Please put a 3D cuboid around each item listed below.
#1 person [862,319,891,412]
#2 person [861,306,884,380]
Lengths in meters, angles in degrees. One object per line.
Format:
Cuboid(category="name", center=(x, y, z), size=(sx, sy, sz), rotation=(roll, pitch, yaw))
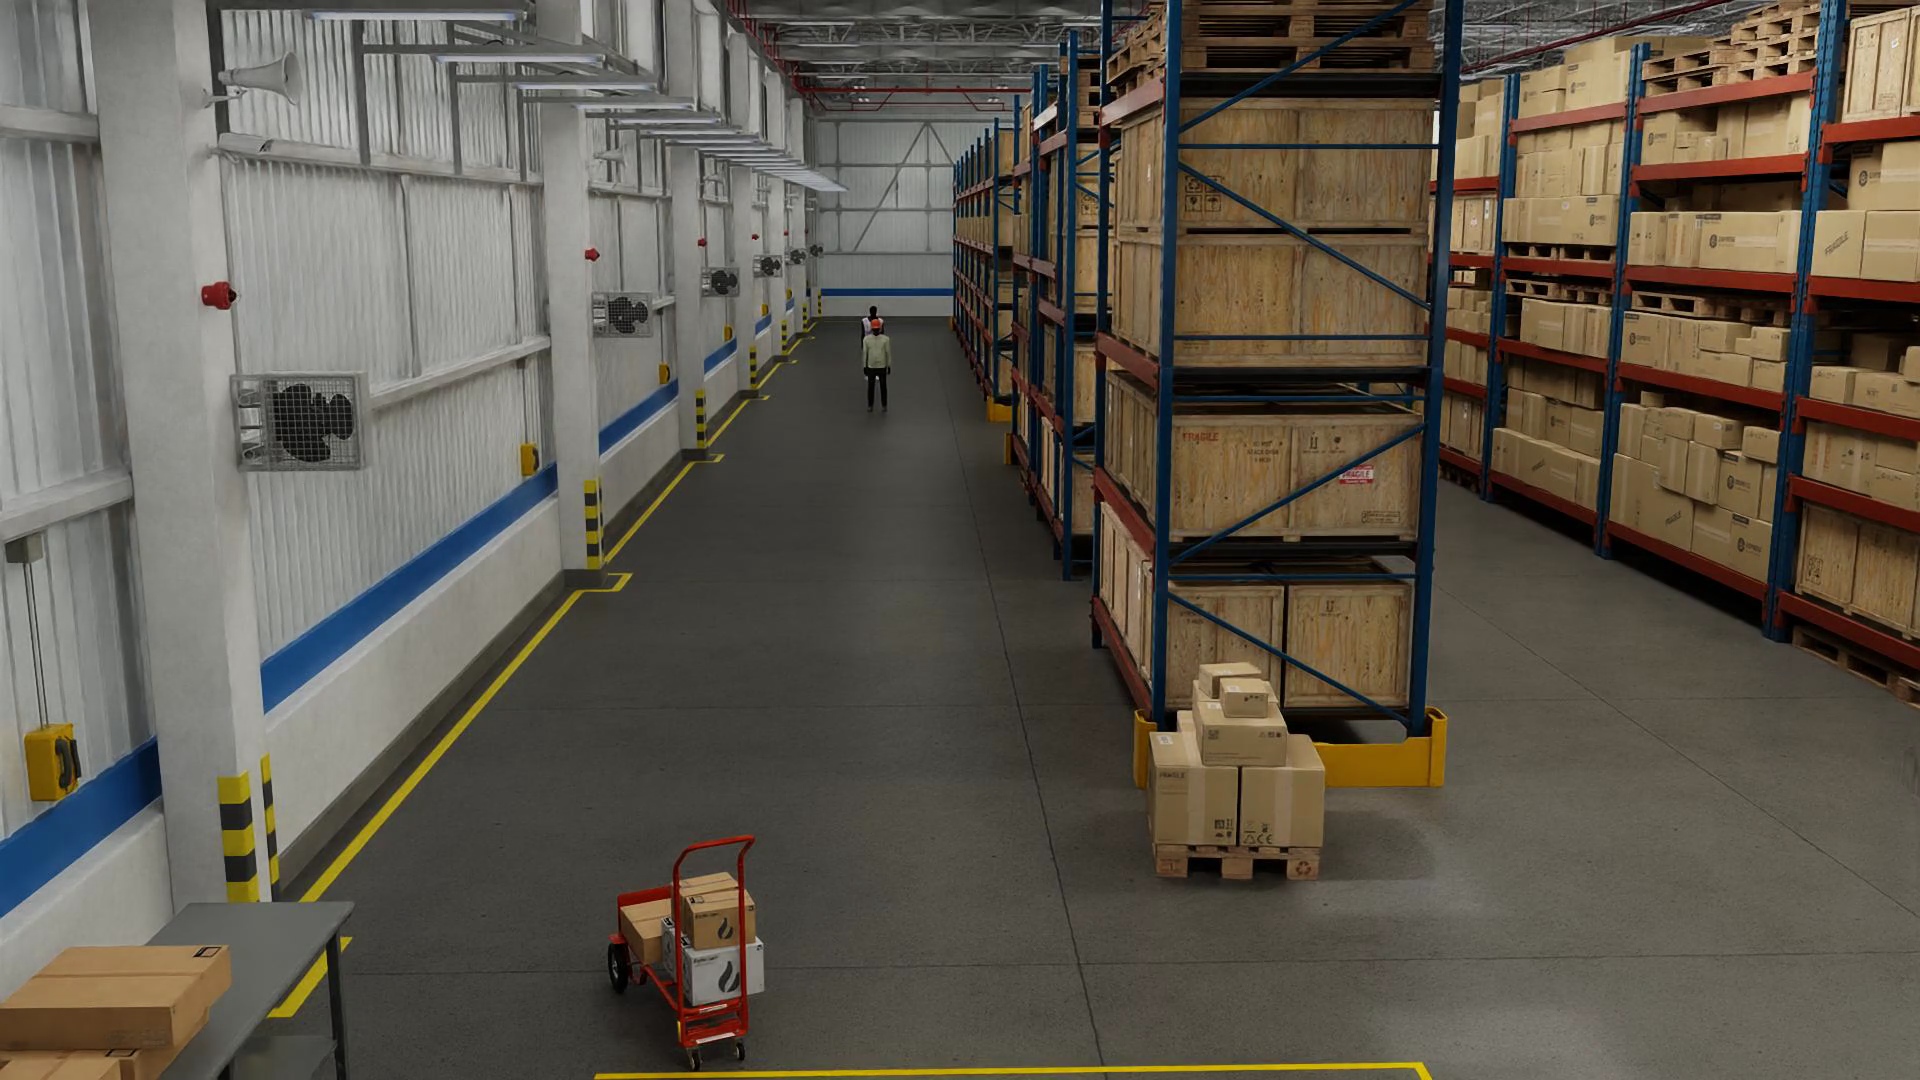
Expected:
Cuboid(category="person", center=(-1.785, -3.735, 35.621), size=(0.614, 1.988, 0.405), rotation=(0, 11, 0))
Cuboid(category="person", center=(-2.242, -5.054, 42.696), size=(0.601, 1.906, 0.405), rotation=(-2, 11, -11))
